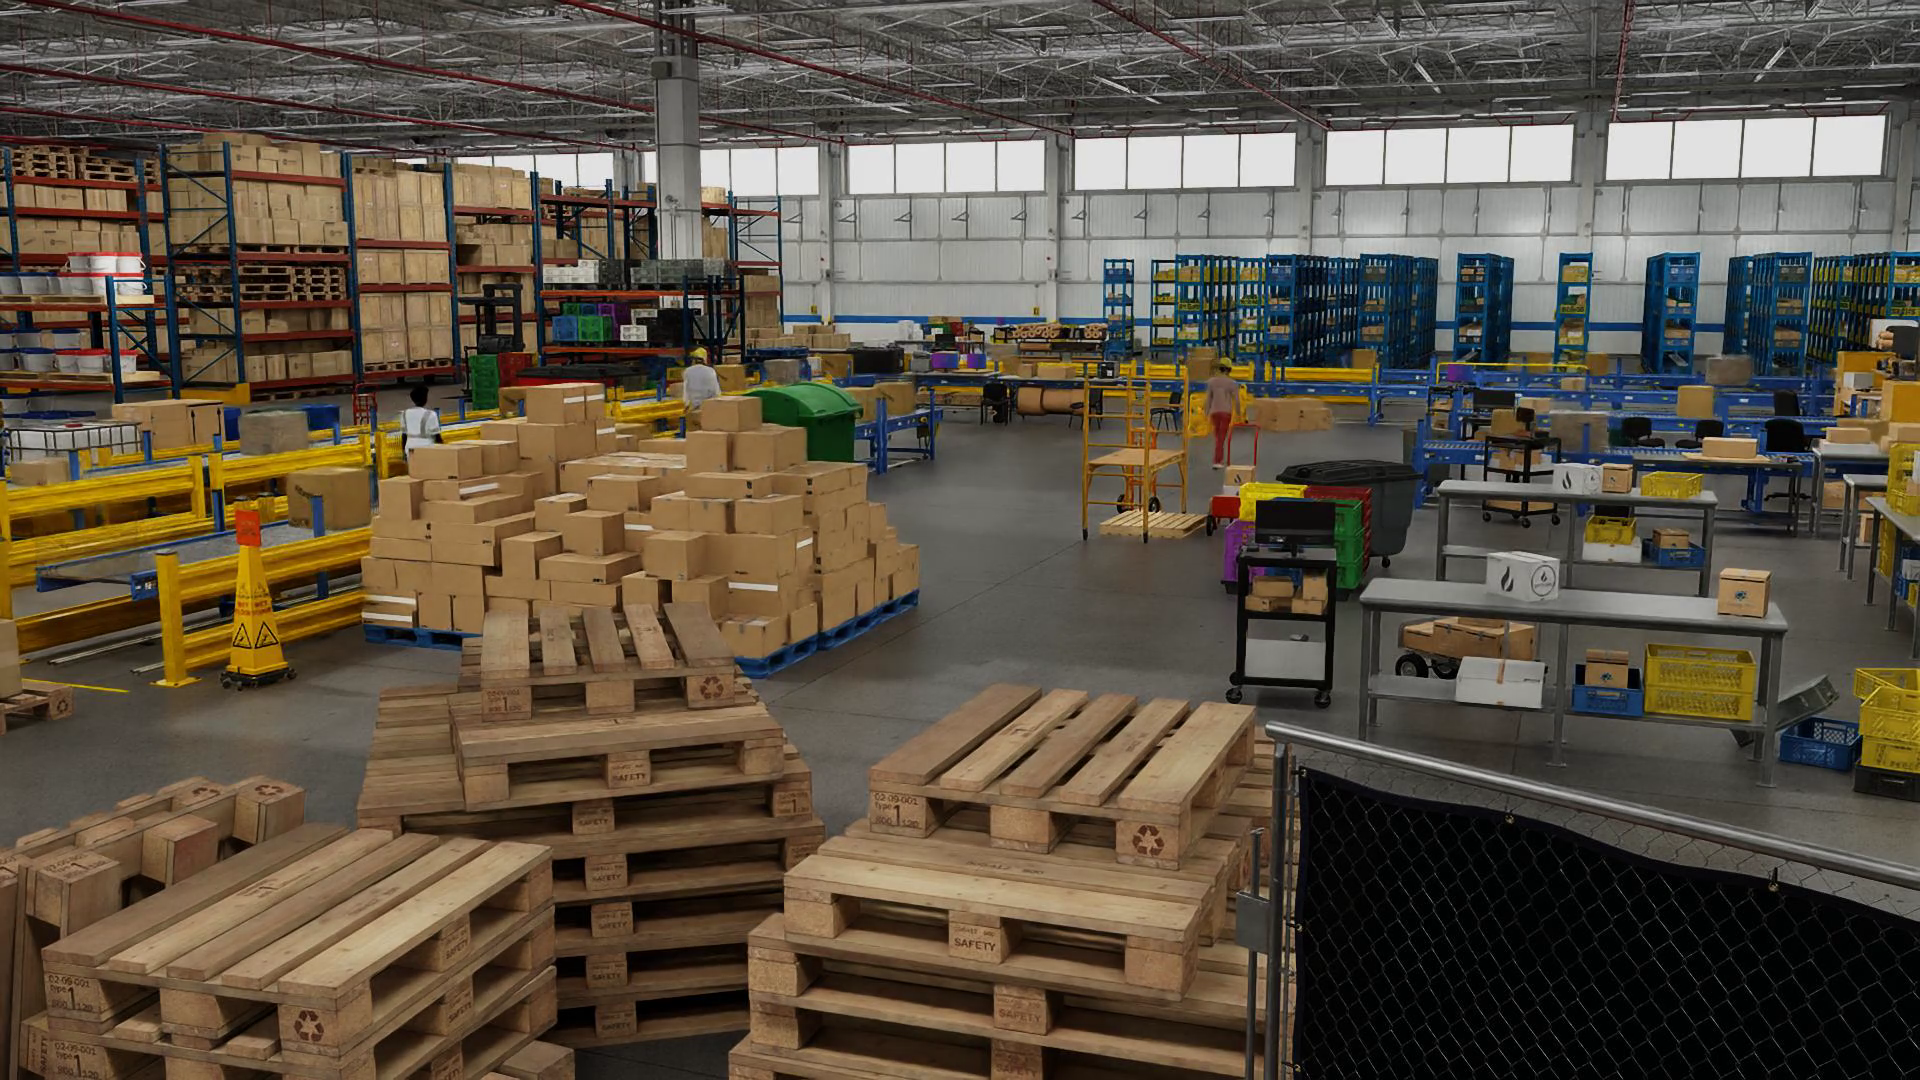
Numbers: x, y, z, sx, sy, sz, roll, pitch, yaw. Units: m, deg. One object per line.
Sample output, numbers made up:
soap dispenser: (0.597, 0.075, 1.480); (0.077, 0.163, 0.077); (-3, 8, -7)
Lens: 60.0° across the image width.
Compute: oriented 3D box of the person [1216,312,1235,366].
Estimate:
person: (8.384, -6.356, 52.926); (1.018, 1.954, 0.645); (0, 9, 0)

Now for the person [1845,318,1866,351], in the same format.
person: (25.125, -5.306, 46.629); (0.570, 1.849, 0.380); (4, 10, 26)

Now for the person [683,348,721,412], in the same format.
person: (-4.335, -2.360, 28.308); (0.599, 1.793, 0.885); (3, 10, 20)

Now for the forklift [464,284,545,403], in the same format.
forklift: (-10.832, -4.702, 39.610); (1.129, 2.768, 1.873); (3, 10, 20)

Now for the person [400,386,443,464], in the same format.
person: (-6.641, -1.091, 20.744); (0.542, 1.667, 0.804); (4, 10, 24)

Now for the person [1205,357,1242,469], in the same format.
person: (4.202, -2.004, 26.230); (0.556, 1.732, 0.795); (7, 11, 38)

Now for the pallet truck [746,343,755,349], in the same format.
pallet truck: (-6.183, -4.618, 44.264); (1.601, 1.201, 0.680); (-9, 12, -43)

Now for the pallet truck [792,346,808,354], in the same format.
pallet truck: (-3.705, -4.298, 42.022); (0.653, 1.274, 1.630); (3, 10, 20)
